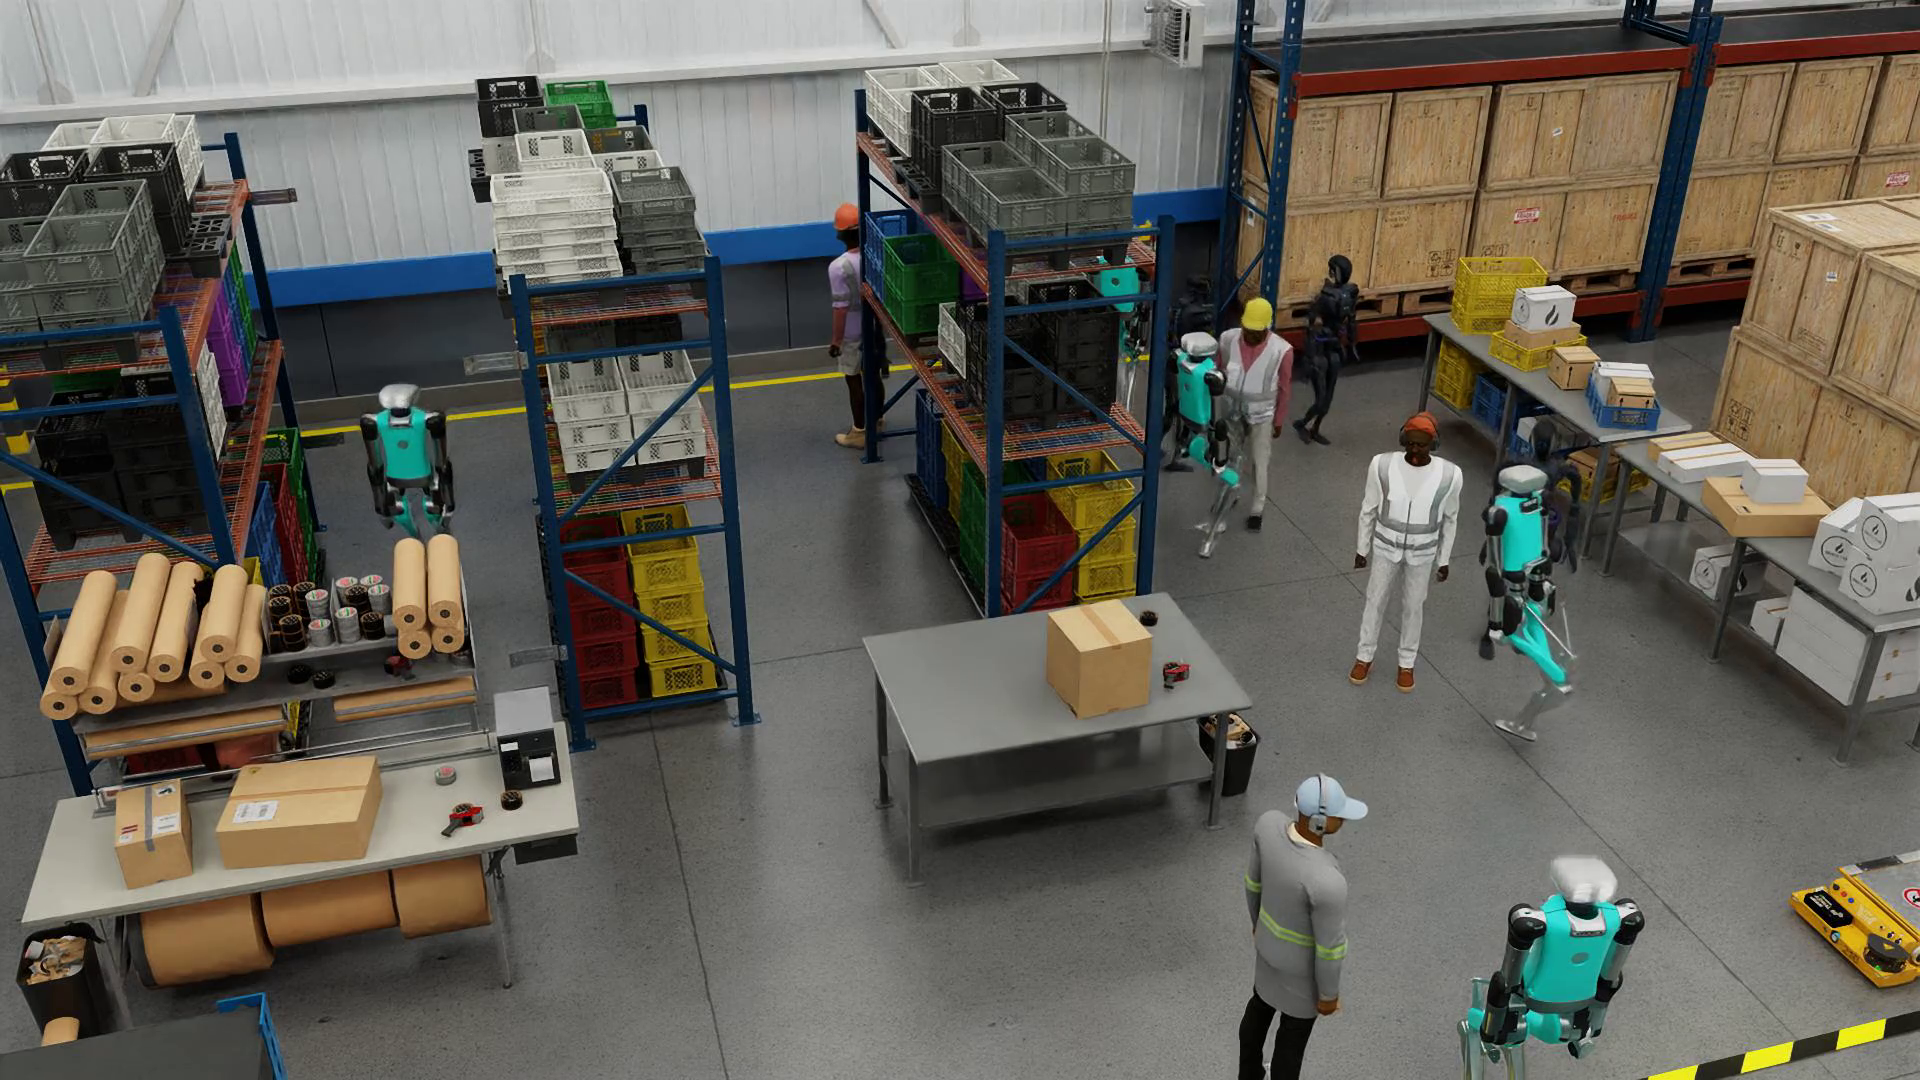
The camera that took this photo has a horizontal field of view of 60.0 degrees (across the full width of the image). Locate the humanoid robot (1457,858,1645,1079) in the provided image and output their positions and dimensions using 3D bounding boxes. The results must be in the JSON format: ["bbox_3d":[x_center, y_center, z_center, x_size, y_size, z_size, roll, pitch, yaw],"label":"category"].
[{"bbox_3d":[2.401,1.895,7.046,0.533,1.681,0.735,-2,29,-4],"label":"humanoid robot"}]

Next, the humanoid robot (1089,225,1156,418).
[{"bbox_3d":[1.275,-1.875,14.043,0.542,1.749,0.758,-7,30,-13],"label":"humanoid robot"}]

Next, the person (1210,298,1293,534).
[{"bbox_3d":[2.112,-0.934,12.272,0.594,1.807,0.558,15,32,25],"label":"person"}]

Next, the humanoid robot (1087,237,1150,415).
[{"bbox_3d":[1.348,-1.796,13.766,0.533,1.677,0.735,10,30,17],"label":"humanoid robot"}]

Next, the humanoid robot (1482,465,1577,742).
[{"bbox_3d":[3.412,0.505,9.761,0.532,1.793,0.853,-19,34,-31],"label":"humanoid robot"}]

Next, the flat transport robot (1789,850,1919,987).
[{"bbox_3d":[5.163,1.916,8.676,1.431,0.231,0.659,-8,30,-14],"label":"flat transport robot"}]

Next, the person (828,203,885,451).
[{"bbox_3d":[-0.850,-1.716,13.449,0.395,2.037,0.608,21,35,33],"label":"person"}]

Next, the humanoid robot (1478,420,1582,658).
[{"bbox_3d":[3.676,0.001,10.704,0.609,1.656,0.349,7,30,12],"label":"humanoid robot"}]

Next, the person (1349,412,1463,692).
[{"bbox_3d":[2.758,0.076,10.345,0.586,1.882,0.343,9,30,15],"label":"person"}]

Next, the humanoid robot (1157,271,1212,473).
[{"bbox_3d":[1.717,-1.334,13.127,0.394,1.640,0.595,-15,32,-25],"label":"humanoid robot"}]

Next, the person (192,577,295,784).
[{"bbox_3d":[-3.639,1.052,8.487,0.368,1.965,0.605,7,30,12],"label":"person"}]

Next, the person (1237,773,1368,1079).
[{"bbox_3d":[1.480,1.787,7.266,0.390,1.849,0.594,-12,31,-21],"label":"person"}]

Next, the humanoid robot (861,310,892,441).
[{"bbox_3d":[-0.741,-1.595,13.591,0.335,1.650,0.585,-12,31,-21],"label":"humanoid robot"}]

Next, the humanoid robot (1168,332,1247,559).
[{"bbox_3d":[1.888,-0.712,11.931,0.880,1.768,0.584,-16,33,-27],"label":"humanoid robot"}]

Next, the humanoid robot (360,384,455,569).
[{"bbox_3d":[-3.651,-0.325,11.284,0.557,1.831,0.895,-5,29,-8],"label":"humanoid robot"}]

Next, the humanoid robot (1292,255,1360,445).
[{"bbox_3d":[2.991,-1.544,13.514,0.595,1.645,0.351,-19,34,-31],"label":"humanoid robot"}]
